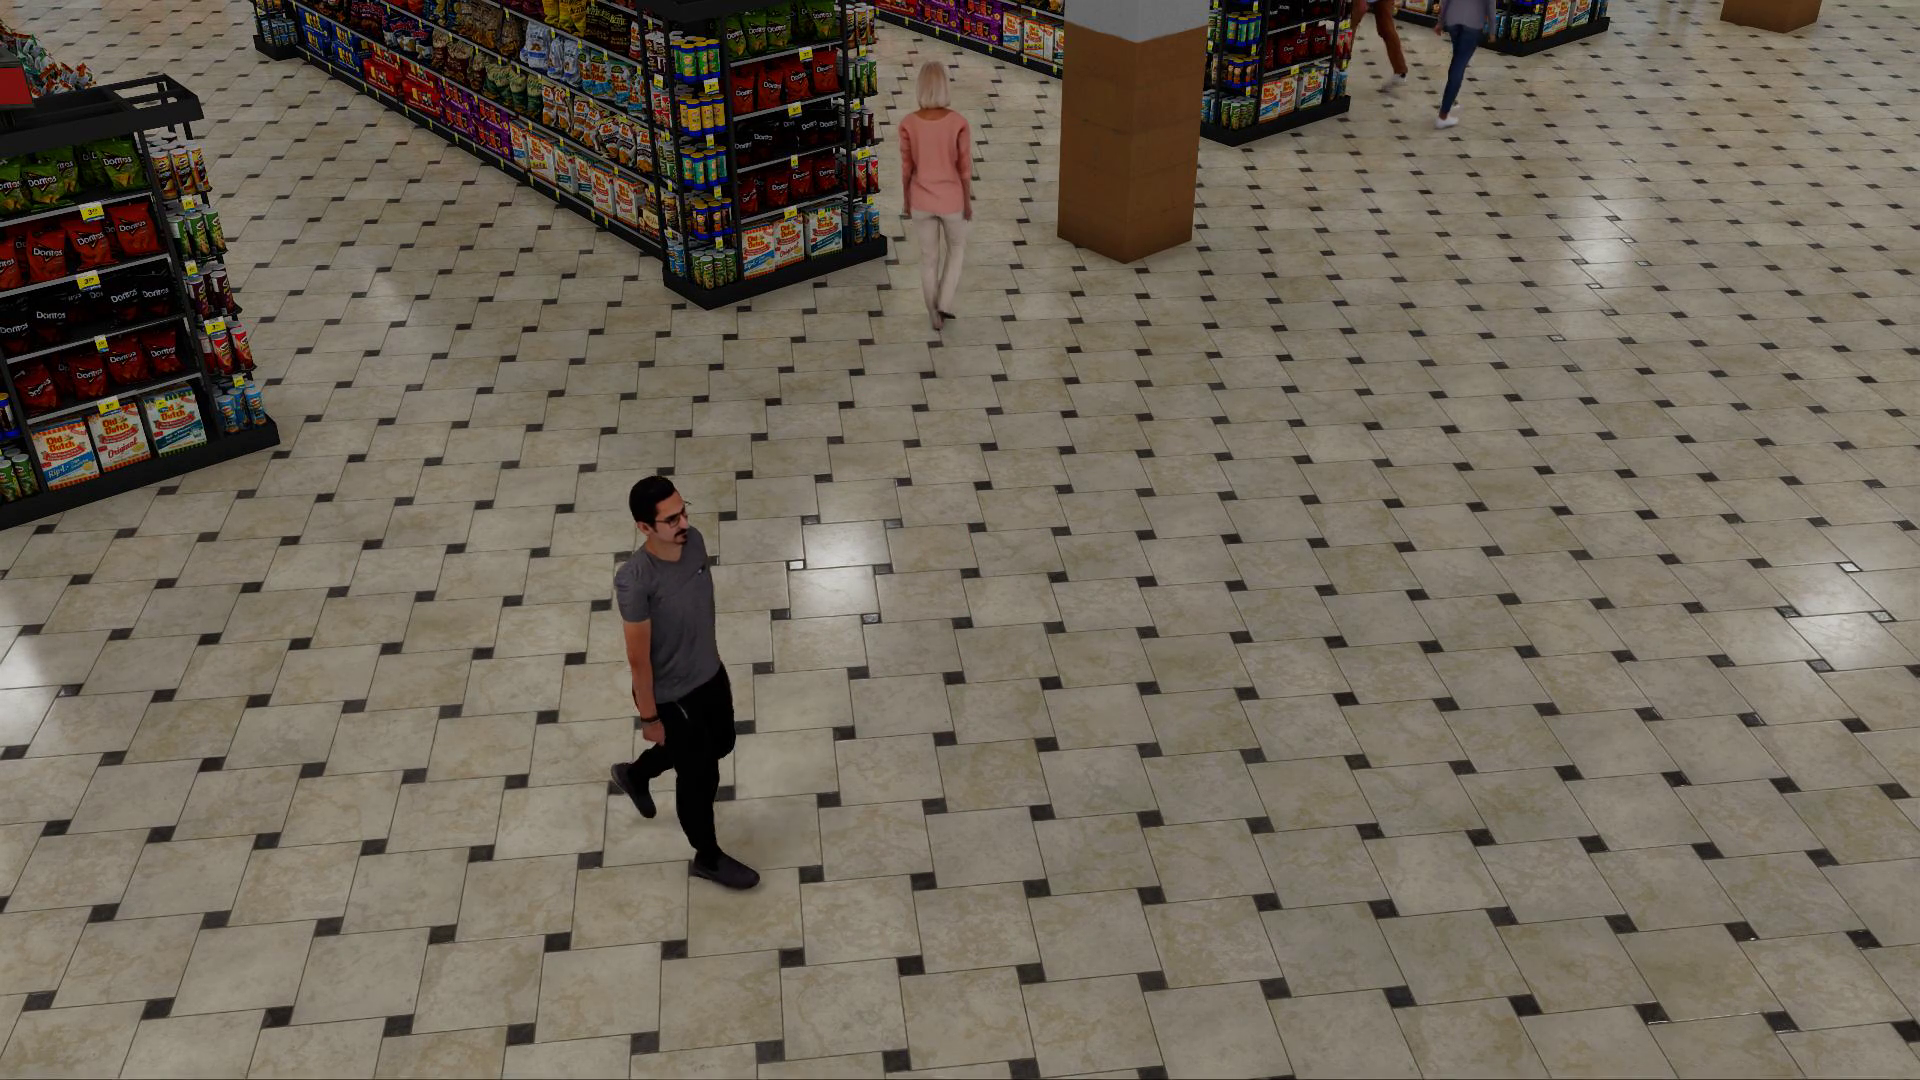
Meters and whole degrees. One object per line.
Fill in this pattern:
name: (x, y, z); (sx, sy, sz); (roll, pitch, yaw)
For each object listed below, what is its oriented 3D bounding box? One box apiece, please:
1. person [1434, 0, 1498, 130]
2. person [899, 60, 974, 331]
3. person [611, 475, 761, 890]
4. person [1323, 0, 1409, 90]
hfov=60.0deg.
person: (4.153, -4.288, 13.884); (0.694, 1.718, 0.649); (-24, 39, -33)
person: (-0.149, -2.093, 10.355); (0.746, 1.719, 0.804); (2, 32, 4)
person: (-1.090, 0.512, 6.153); (1.046, 1.735, 0.886); (13, 34, 19)
person: (3.745, -4.885, 14.784); (0.821, 1.781, 1.212); (-17, 36, -25)
